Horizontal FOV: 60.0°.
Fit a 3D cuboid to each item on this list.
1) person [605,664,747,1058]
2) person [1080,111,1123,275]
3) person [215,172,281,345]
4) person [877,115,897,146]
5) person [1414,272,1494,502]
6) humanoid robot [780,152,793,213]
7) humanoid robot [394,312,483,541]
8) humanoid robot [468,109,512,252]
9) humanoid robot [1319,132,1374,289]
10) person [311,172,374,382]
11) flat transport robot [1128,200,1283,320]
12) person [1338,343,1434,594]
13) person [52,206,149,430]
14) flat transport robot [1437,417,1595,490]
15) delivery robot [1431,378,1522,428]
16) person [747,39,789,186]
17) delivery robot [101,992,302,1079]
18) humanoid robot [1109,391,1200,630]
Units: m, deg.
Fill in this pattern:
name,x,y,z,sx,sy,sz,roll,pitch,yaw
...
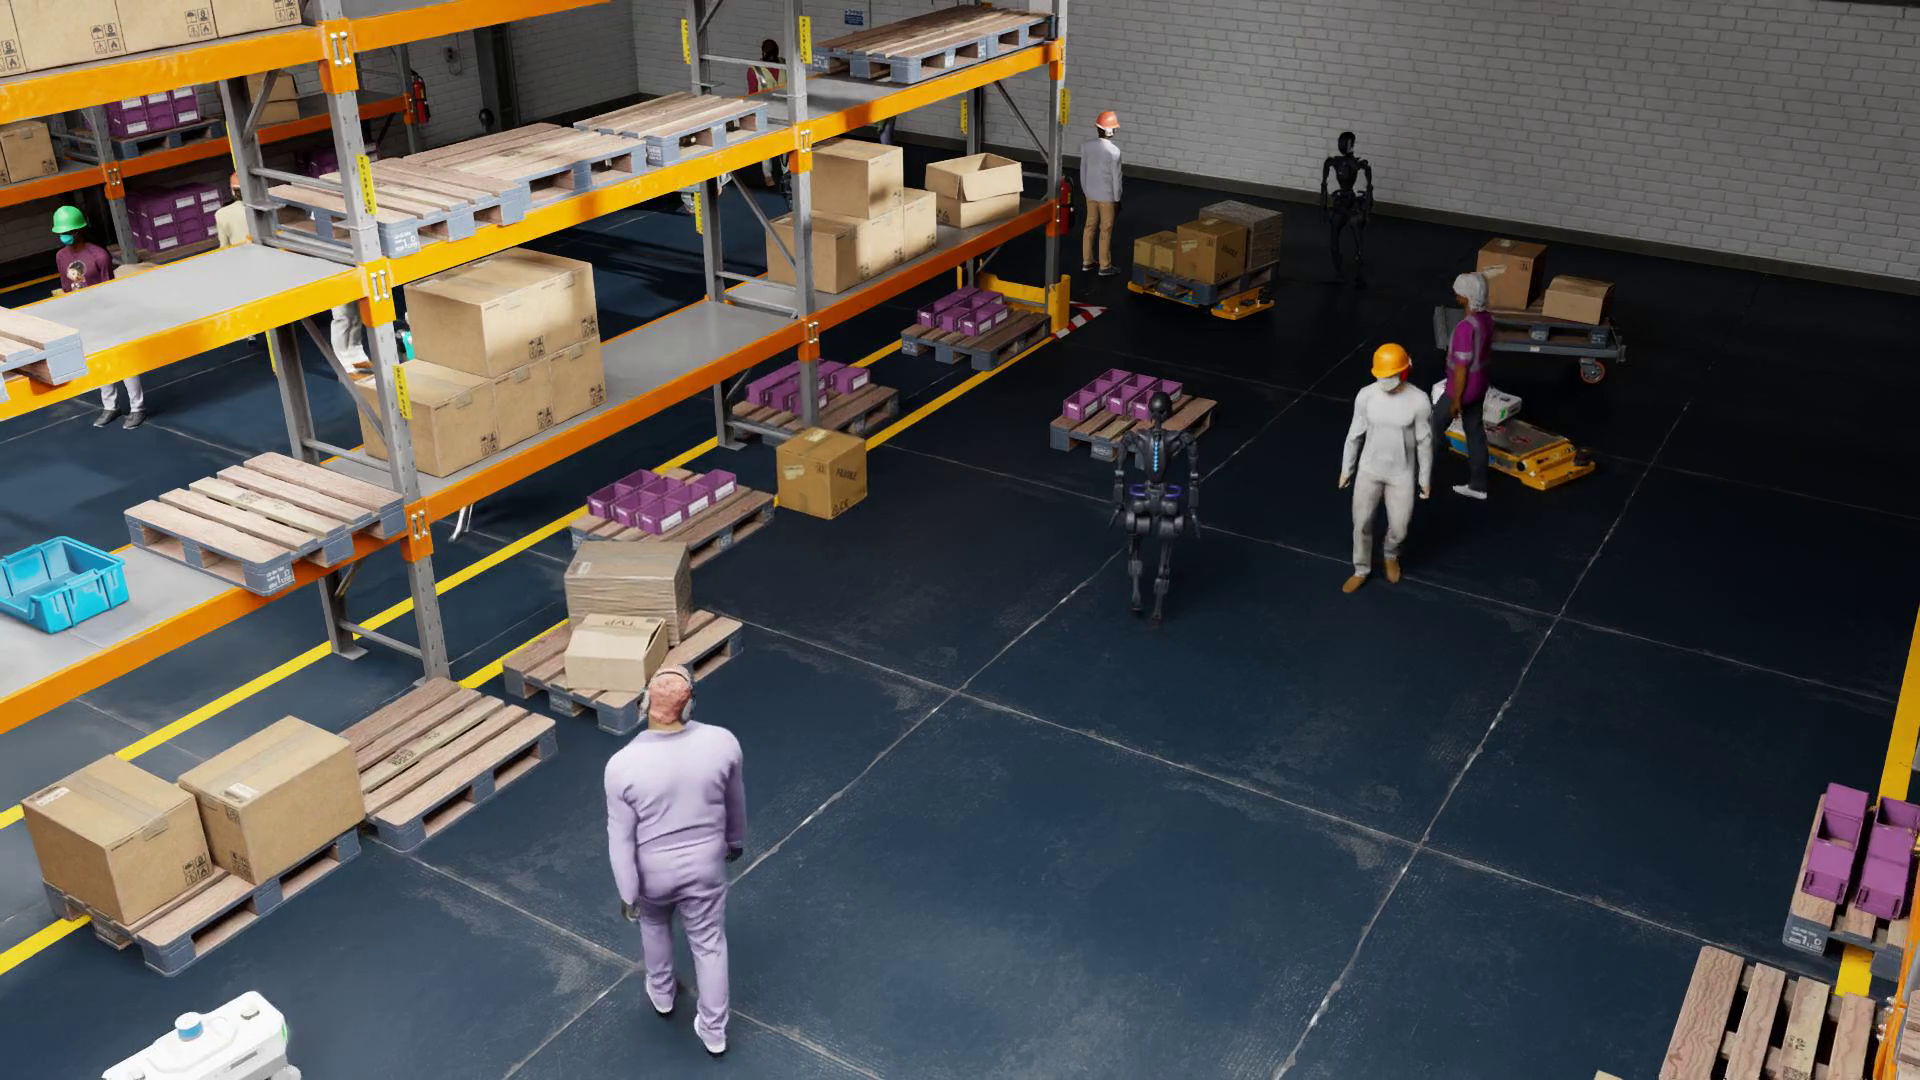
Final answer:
name,x,y,z,sx,sy,sz,roll,pitch,yaw
person,-1.272,1.454,7.575,0.663,1.865,0.780,-10,29,-20
person,1.546,-3.746,17.938,0.339,1.749,0.571,-21,34,-36
person,-6.690,-2.668,15.835,0.591,1.739,0.389,-3,27,-6
person,-0.949,-5.313,21.156,0.288,1.633,0.498,4,27,8
person,3.809,-1.204,12.875,0.902,1.805,0.531,22,34,37
humanoid robot,-1.665,-3.177,16.886,0.315,1.657,0.599,-3,27,-7
humanoid robot,-3.763,-0.932,12.440,0.536,1.796,0.835,11,29,21
humanoid robot,-5.145,-3.974,18.481,0.594,1.639,0.671,-6,27,-11
humanoid robot,4.087,-3.475,17.496,0.614,1.642,0.361,15,31,27
person,-5.573,-2.361,15.027,0.390,1.928,0.646,4,27,7
flat transport robot,2.504,-2.601,17.323,0.659,0.231,1.431,-24,35,-38
person,2.924,-0.484,11.390,0.615,1.864,0.510,12,29,22
person,-7.294,-1.883,14.069,0.482,1.944,0.431,3,27,6
flat transport robot,4.456,-0.802,13.778,0.659,0.231,1.431,-18,32,-31
delivery robot,4.348,-1.116,14.069,0.783,0.584,0.499,24,35,39
person,-2.379,-5.460,21.234,0.634,1.833,0.429,-16,31,-28
delivery robot,-3.342,2.347,7.269,0.499,0.606,0.781,21,34,36
humanoid robot,1.303,-0.210,11.054,0.610,1.647,0.448,4,27,7
